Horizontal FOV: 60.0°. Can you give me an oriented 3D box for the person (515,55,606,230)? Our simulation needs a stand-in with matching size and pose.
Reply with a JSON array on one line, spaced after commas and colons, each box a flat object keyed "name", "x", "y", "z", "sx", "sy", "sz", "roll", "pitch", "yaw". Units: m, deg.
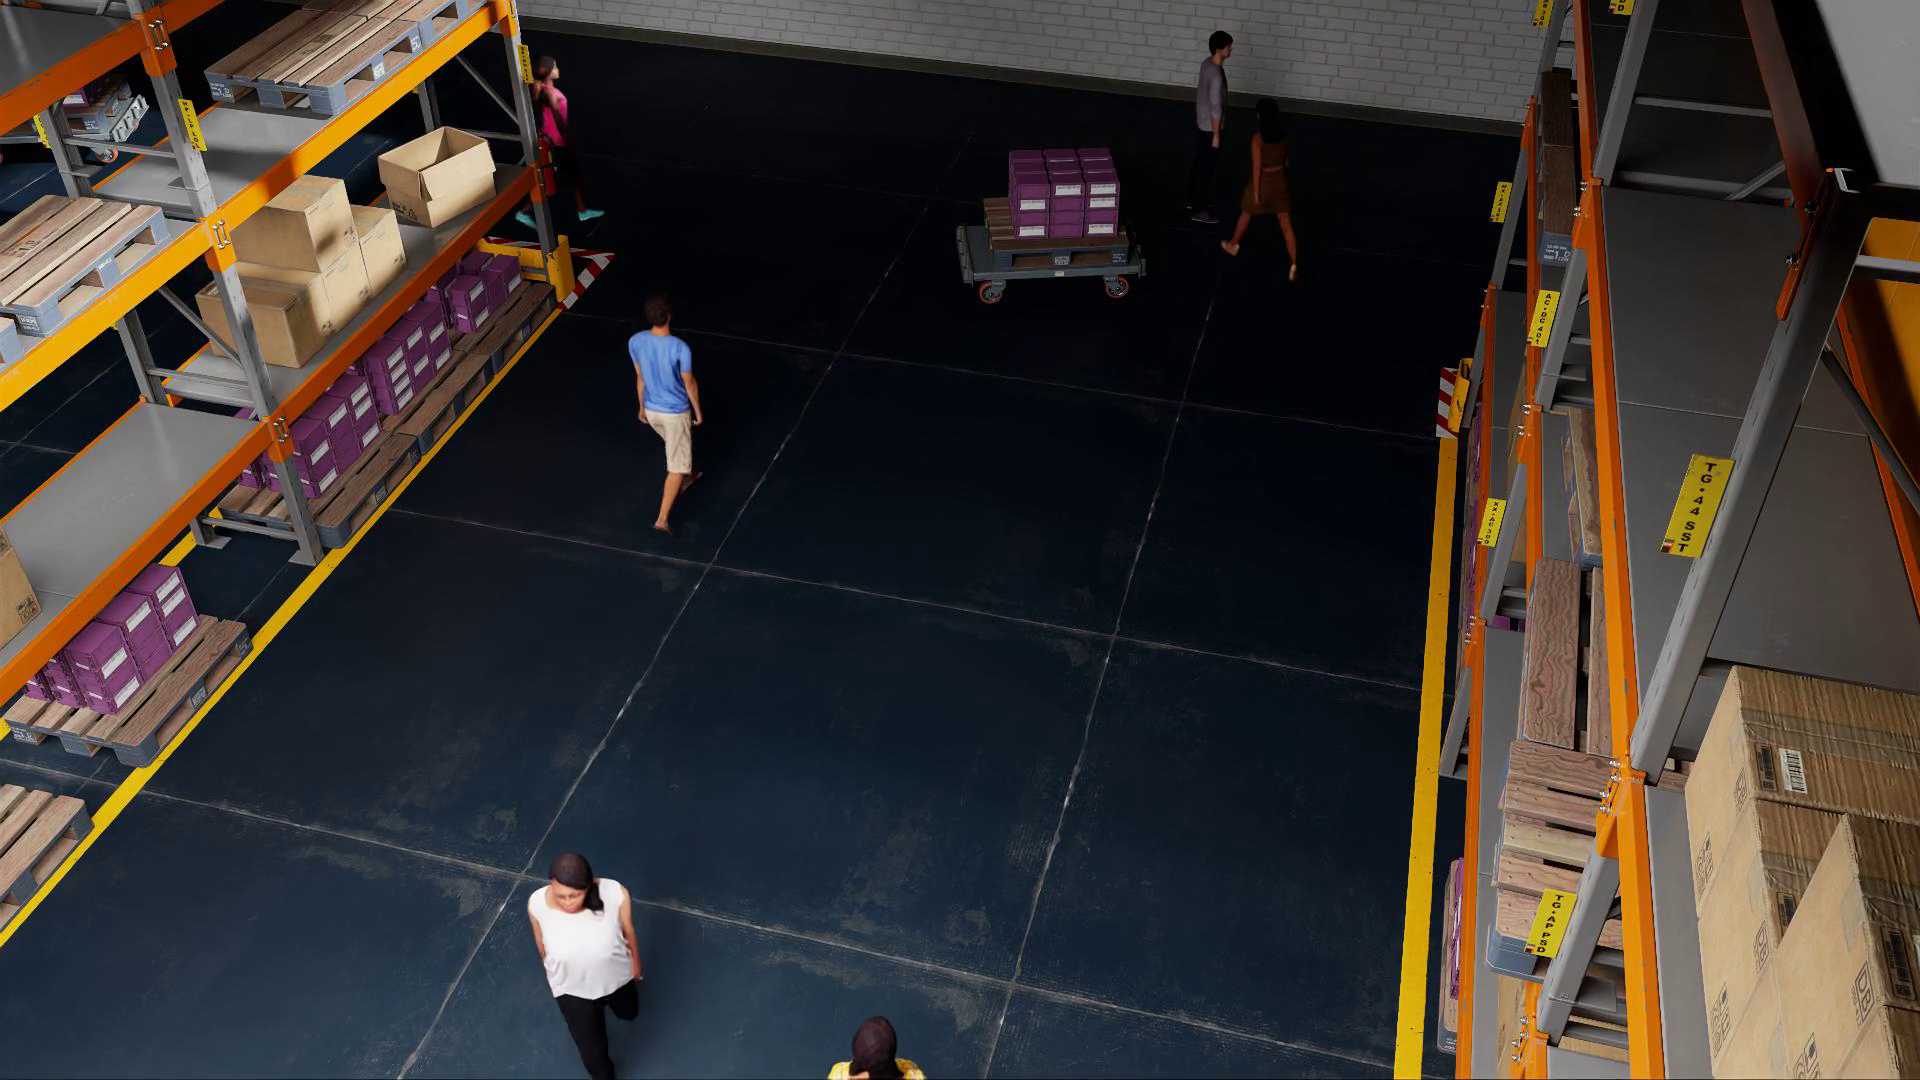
[{"name": "person", "x": -3.893, "y": -3.697, "z": 15.646, "sx": 0.985, "sy": 1.693, "sz": 1.071, "roll": -11, "pitch": 40, "yaw": -14}]

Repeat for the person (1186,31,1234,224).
[{"name": "person", "x": 2.379, "y": -3.959, "z": 15.854, "sx": 0.776, "sy": 1.842, "sz": 0.566, "roll": -1, "pitch": 39, "yaw": -1}]

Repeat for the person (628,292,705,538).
[{"name": "person", "x": -2.140, "y": -0.884, "z": 12.007, "sx": 0.714, "sy": 1.837, "sz": 1.209, "roll": 14, "pitch": 41, "yaw": 17}]

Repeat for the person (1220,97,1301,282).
[{"name": "person", "x": 2.826, "y": -3.098, "z": 14.951, "sx": 1.113, "sy": 1.624, "sz": 1.184, "roll": -17, "pitch": 42, "yaw": -20}]

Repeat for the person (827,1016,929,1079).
[{"name": "person", "x": -0.359, "y": 2.742, "z": 7.614, "sx": 0.781, "sy": 1.655, "sz": 0.818, "roll": 1, "pitch": 39, "yaw": 2}]

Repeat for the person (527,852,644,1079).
[{"name": "person", "x": -1.831, "y": 2.127, "z": 8.373, "sx": 0.900, "sy": 1.667, "sz": 1.063, "roll": -6, "pitch": 39, "yaw": -8}]
